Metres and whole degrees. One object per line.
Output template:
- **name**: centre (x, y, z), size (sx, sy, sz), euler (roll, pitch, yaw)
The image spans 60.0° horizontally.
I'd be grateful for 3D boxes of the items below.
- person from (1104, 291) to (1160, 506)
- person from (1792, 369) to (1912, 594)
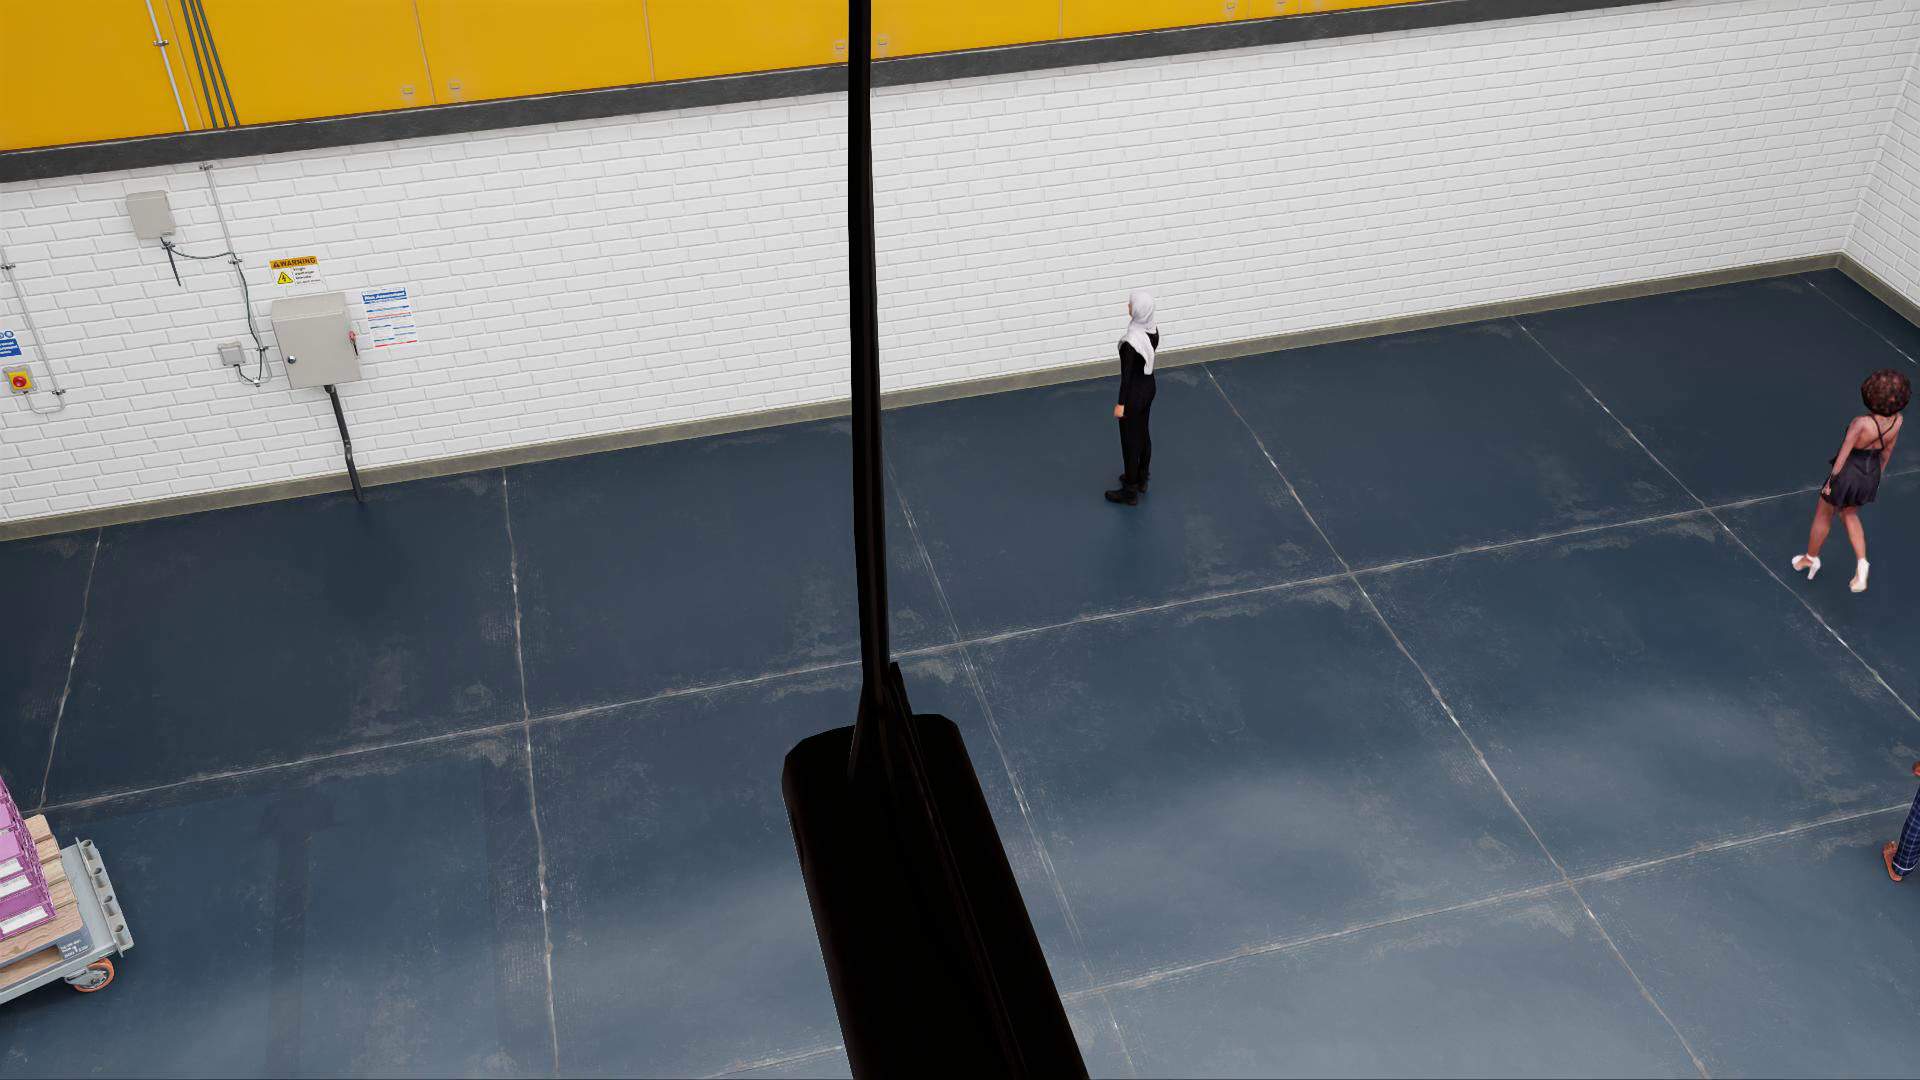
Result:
- **person**: centre (1.329, -1.058, 12.438), size (0.728, 1.777, 0.669), euler (20, 43, 23)
- **person**: centre (6.241, -0.347, 11.550), size (0.575, 1.775, 0.860), euler (-7, 39, -9)
